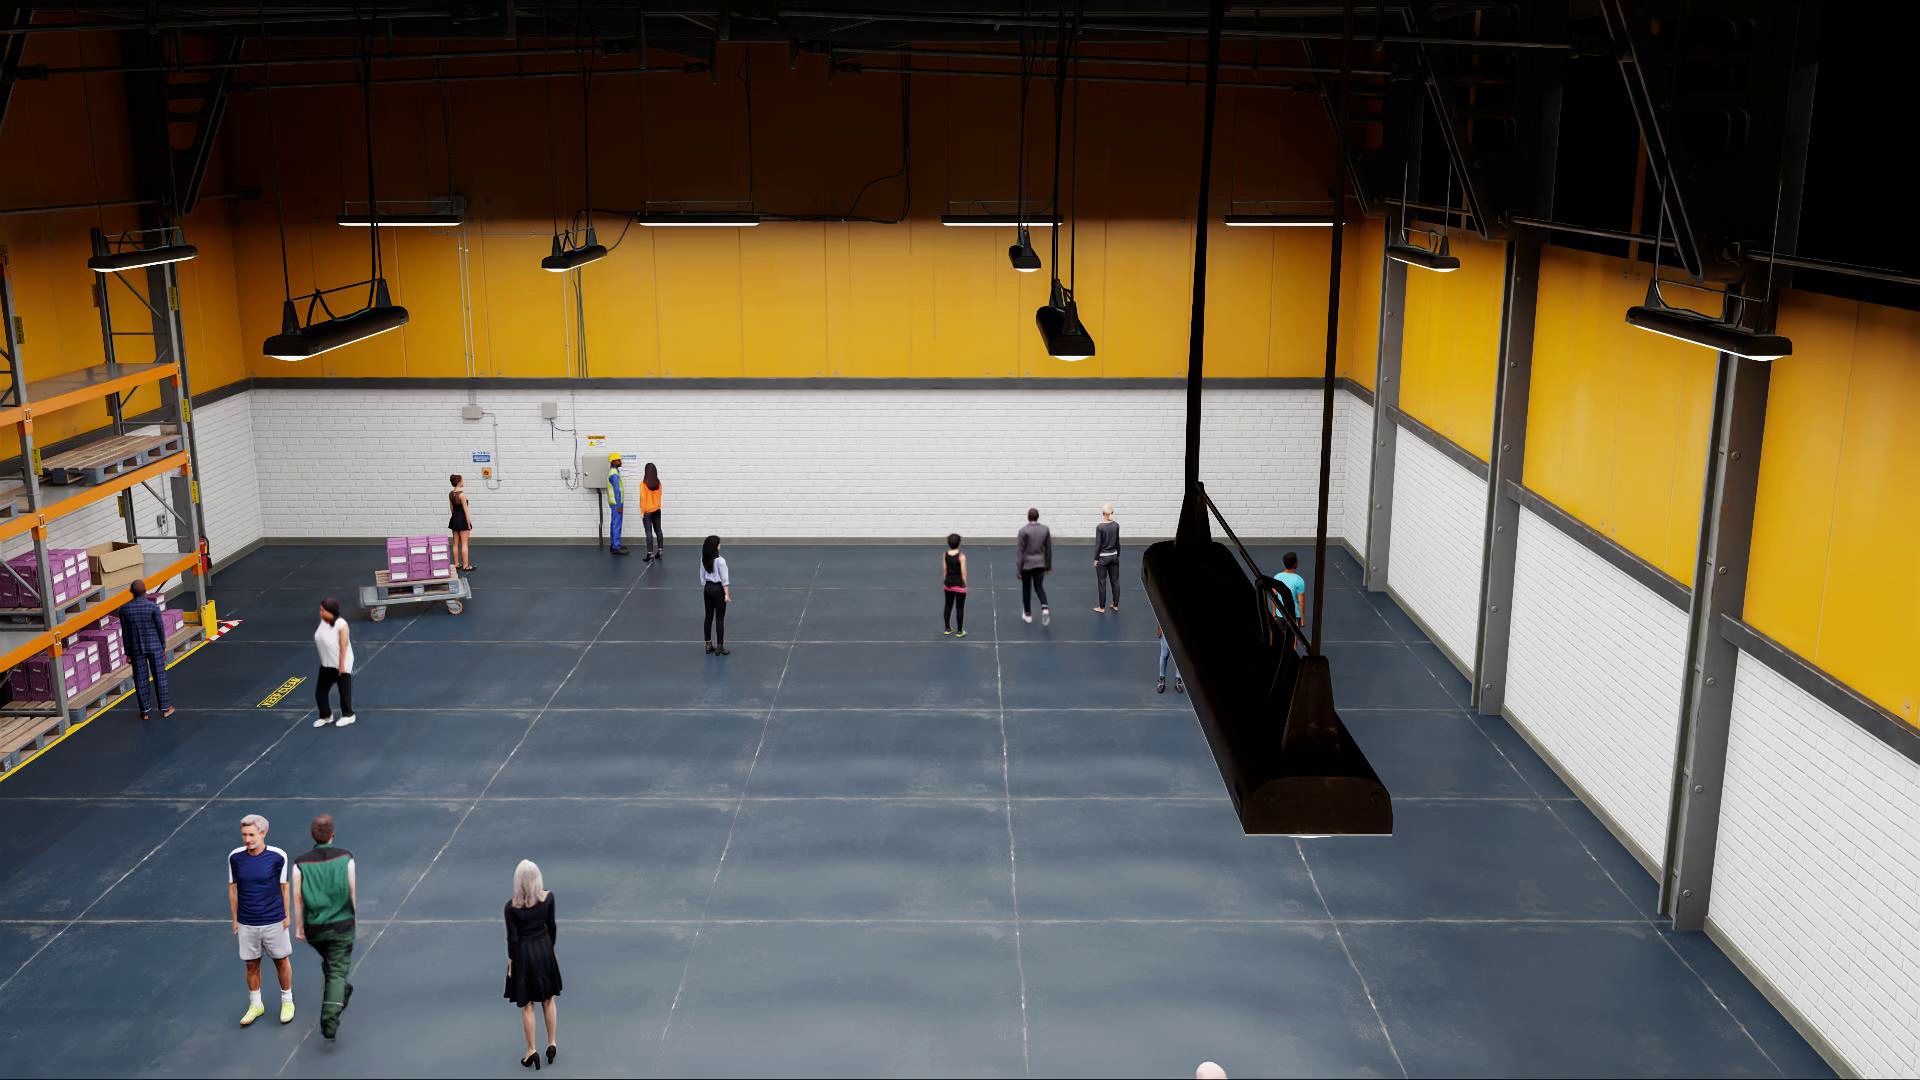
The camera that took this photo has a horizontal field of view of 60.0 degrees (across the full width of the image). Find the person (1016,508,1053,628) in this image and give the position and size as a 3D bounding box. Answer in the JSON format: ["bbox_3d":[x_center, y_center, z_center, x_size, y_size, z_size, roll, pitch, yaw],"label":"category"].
[{"bbox_3d":[1.141,0.429,25.110,0.899,1.803,1.096,-4,14,-16],"label":"person"}]

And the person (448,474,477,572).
[{"bbox_3d":[-8.552,-0.308,28.429,0.678,1.675,0.717,9,16,33],"label":"person"}]

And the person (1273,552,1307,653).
[{"bbox_3d":[4.473,1.033,22.673,0.692,1.776,0.718,10,17,36],"label":"person"}]

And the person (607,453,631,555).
[{"bbox_3d":[-6.119,-0.670,29.630,0.782,1.812,0.593,-3,14,-14],"label":"person"}]

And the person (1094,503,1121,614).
[{"bbox_3d":[2.304,0.264,25.957,0.677,1.726,0.656,-6,15,-23],"label":"person"}]

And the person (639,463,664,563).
[{"bbox_3d":[-5.389,-0.499,29.059,0.770,1.748,0.687,10,17,37],"label":"person"}]

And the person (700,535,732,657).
[{"bbox_3d":[-3.513,0.778,23.797,0.735,1.743,0.752,9,16,33],"label":"person"}]

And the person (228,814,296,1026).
[{"bbox_3d":[-5.817,3.135,13.859,0.661,1.839,0.597,-2,14,-7],"label":"person"}]

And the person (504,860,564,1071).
[{"bbox_3d":[-3.384,3.347,13.179,0.698,1.747,0.740,-10,17,-36],"label":"person"}]

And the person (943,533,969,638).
[{"bbox_3d":[-0.075,0.658,24.697,0.633,1.553,0.671,9,16,32],"label":"person"}]

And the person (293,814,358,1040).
[{"bbox_3d":[-5.195,3.212,13.654,0.742,1.786,1.196,-3,14,-11],"label":"person"}]

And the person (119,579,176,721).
[{"bbox_3d":[-10.356,1.379,21.154,0.736,1.818,0.723,-5,14,-19],"label":"person"}]

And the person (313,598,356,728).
[{"bbox_3d":[-7.802,1.517,20.893,0.859,1.674,0.914,10,17,35],"label":"person"}]
